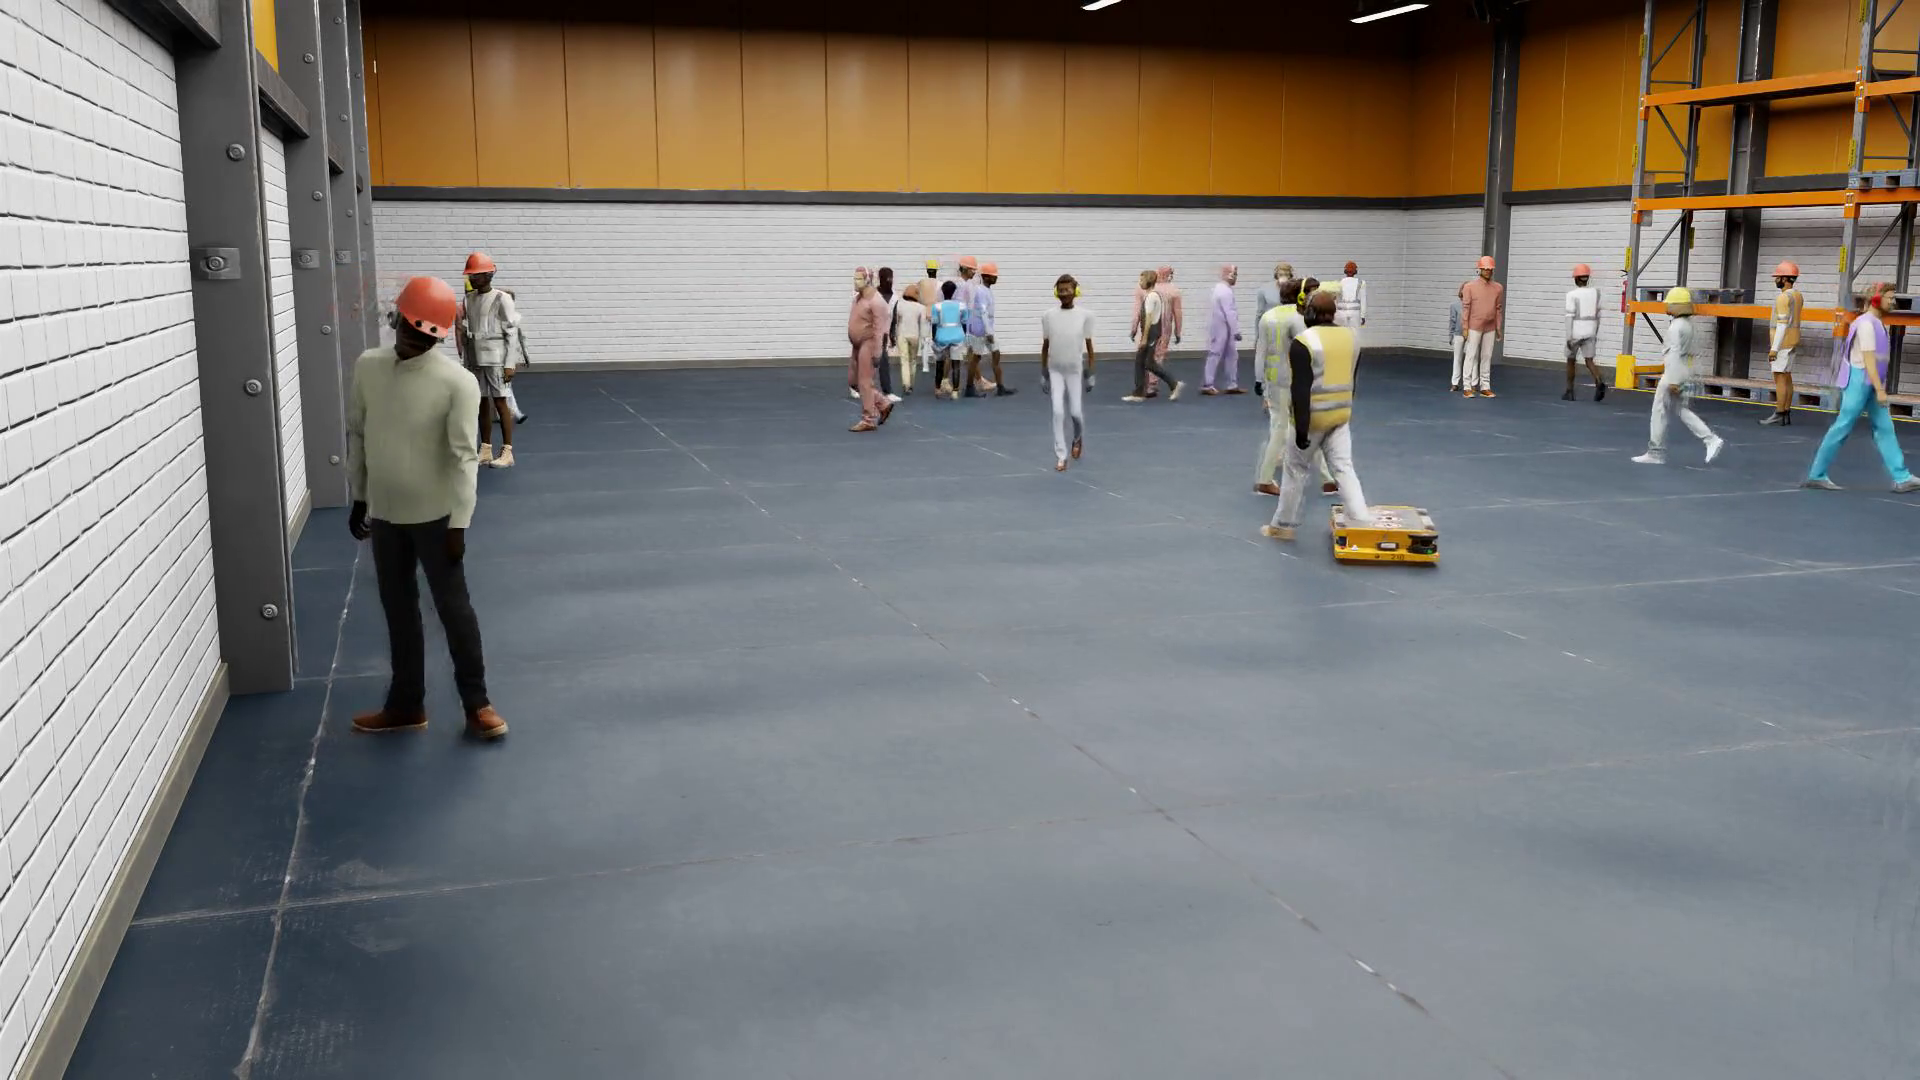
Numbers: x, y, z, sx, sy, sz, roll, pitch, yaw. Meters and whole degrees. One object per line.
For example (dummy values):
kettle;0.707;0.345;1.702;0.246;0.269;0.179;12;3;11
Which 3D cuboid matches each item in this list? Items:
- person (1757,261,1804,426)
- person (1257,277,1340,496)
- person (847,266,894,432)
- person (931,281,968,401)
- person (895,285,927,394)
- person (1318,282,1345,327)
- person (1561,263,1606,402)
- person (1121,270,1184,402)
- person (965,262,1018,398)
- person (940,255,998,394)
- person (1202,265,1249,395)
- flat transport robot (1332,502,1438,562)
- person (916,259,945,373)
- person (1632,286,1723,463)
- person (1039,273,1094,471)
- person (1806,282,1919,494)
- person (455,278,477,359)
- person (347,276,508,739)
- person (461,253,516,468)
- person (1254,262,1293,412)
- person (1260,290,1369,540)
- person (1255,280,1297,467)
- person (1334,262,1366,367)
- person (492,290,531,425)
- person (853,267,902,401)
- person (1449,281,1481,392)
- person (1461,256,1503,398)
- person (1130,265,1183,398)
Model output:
person;9.725;-2.316;19.688;0.358;1.938;0.542;9;13;43
person;2.919;-1.251;13.831;0.914;1.830;0.511;4;11;21
person;-1.039;-2.186;19.070;0.513;1.890;0.662;-4;11;-24
person;-0.161;-2.775;23.183;0.544;1.640;0.904;-1;10;-8
person;-0.731;-2.918;24.176;0.497;1.587;0.843;0;10;-2
person;3.784;-1.851;17.565;0.549;1.726;0.869;-6;11;-31
person;8.534;-2.825;22.725;0.564;1.917;0.811;-2;10;-9
person;2.637;-2.768;22.658;0.771;1.821;0.520;0;10;1
person;0.445;-2.940;23.393;0.853;1.902;0.559;3;10;15
person;0.142;-3.110;24.120;1.002;1.990;0.629;0;10;-1
person;3.851;-2.991;23.794;0.812;1.866;0.641;1;10;8
flat transport robot;2.916;-0.067;11.489;0.652;0.197;1.431;2;10;11
person;-0.470;-3.813;28.379;0.587;1.929;0.360;3;10;15
person;6.941;-1.573;15.991;0.742;1.717;0.489;8;13;40
person;1.011;-1.601;15.805;0.517;1.854;0.649;2;10;10
person;7.751;-1.278;14.107;0.978;1.790;0.575;9;13;41
person;-6.187;-2.494;21.258;0.531;1.746;0.579;-5;11;-27
person;-2.278;-0.113;6.935;0.712;1.947;0.378;4;11;24
person;-4.508;-1.697;15.809;0.614;2.039;0.390;5;11;28
person;4.084;-2.569;21.219;0.663;1.914;0.663;2;10;13
person;2.535;-0.832;11.552;0.642;1.796;0.981;-6;11;-30
person;3.080;-1.534;15.563;0.635;1.805;0.913;2;10;10
person;6.920;-4.000;29.595;0.587;1.882;0.341;2;10;14
person;-5.345;-2.158;19.730;0.877;1.590;0.534;8;13;39
person;-1.200;-2.873;23.176;0.957;1.863;0.593;8;13;39
person;7.457;-2.992;24.521;0.499;1.625;0.303;5;11;26
person;7.378;-3.004;23.508;0.611;1.995;0.375;-2;10;-12
person;2.841;-2.968;23.697;0.720;1.855;0.849;5;11;29
